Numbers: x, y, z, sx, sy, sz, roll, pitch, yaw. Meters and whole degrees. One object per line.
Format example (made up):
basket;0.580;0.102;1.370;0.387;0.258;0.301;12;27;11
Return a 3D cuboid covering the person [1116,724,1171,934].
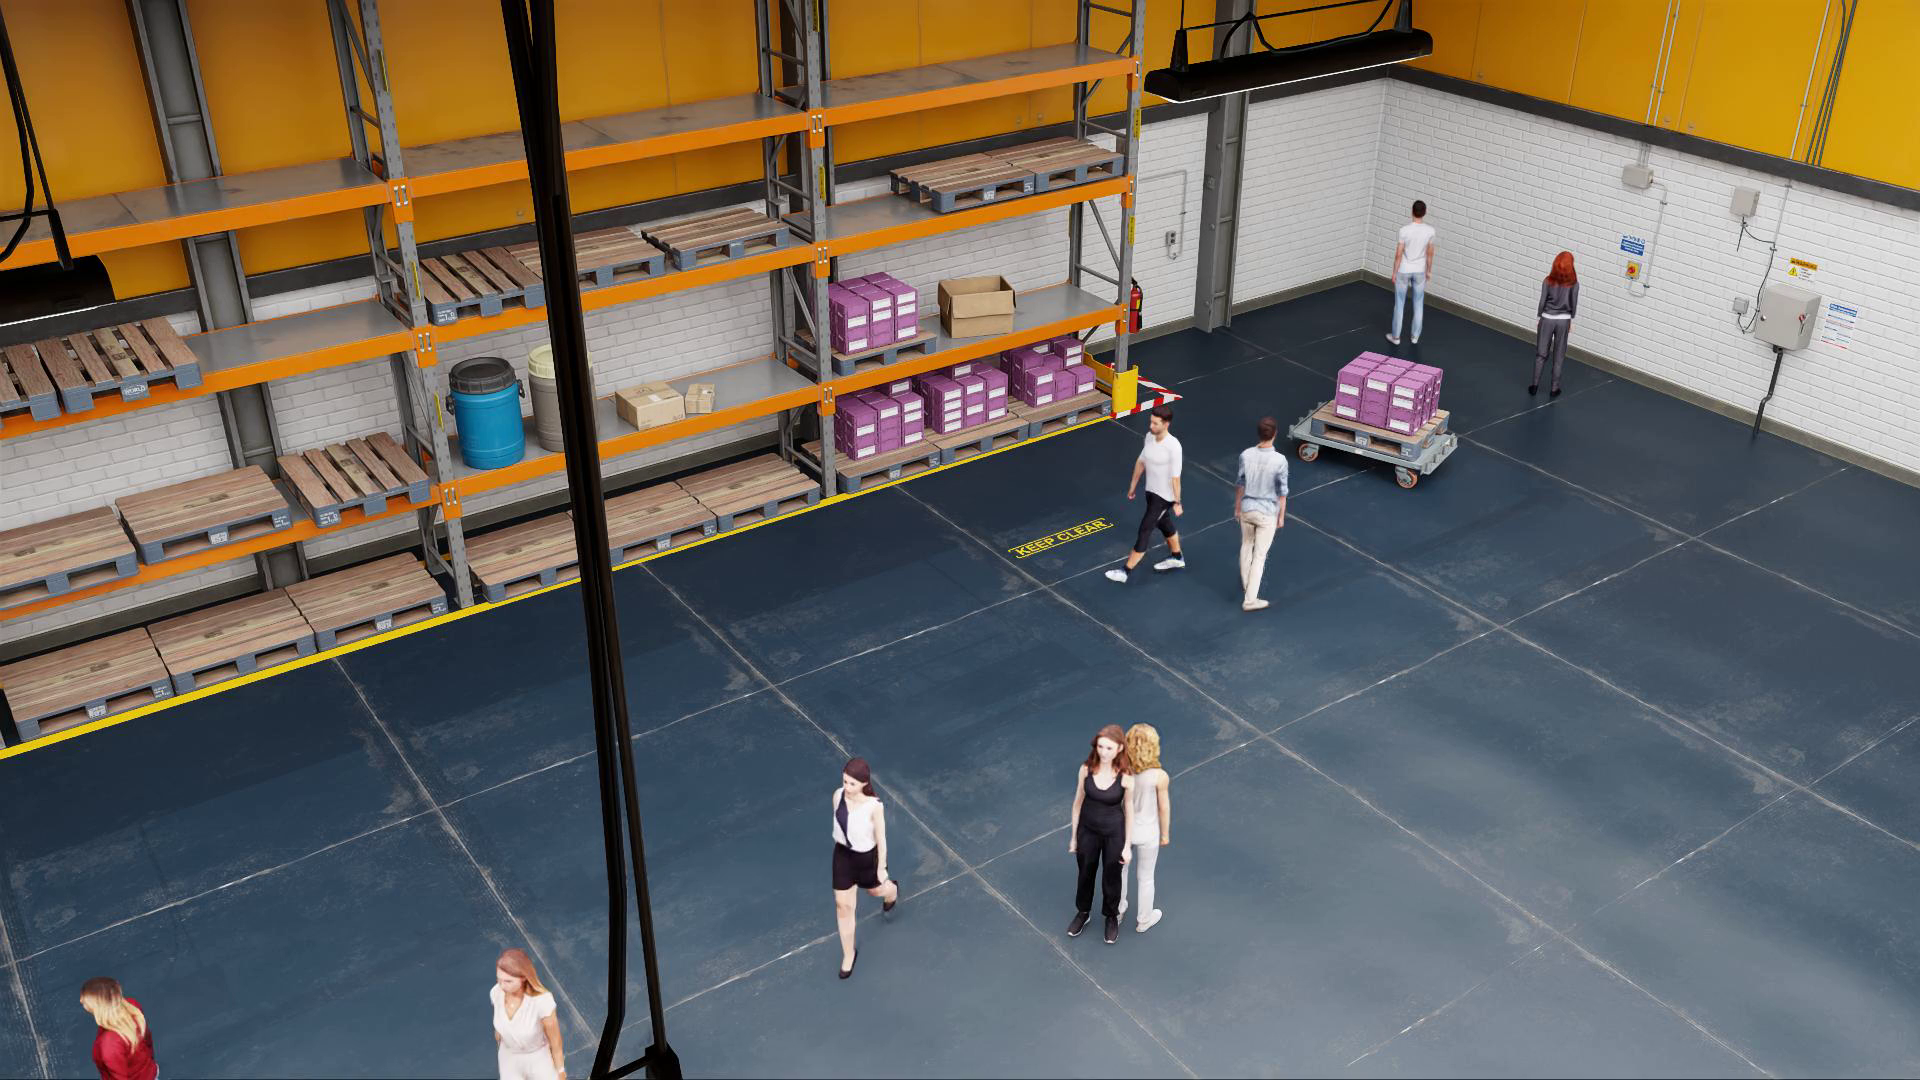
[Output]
person;1.218;1.978;11.485;0.682;1.670;0.688;14;32;24

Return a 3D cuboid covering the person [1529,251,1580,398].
person;7.035;-2.553;19.674;0.654;1.782;0.672;11;30;19

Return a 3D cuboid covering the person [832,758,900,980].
person;-0.633;2.134;11.252;0.926;1.620;1.123;11;31;20

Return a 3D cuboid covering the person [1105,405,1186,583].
person;1.970;-0.448;15.792;1.233;1.805;0.845;-12;31;-22

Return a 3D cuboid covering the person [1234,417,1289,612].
person;2.744;-0.224;15.358;0.813;1.828;0.939;23;36;35

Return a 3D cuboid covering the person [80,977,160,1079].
person;-4.636;3.106;9.469;0.968;1.621;0.834;-4;29;-7

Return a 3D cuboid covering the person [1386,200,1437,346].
person;5.741;-3.401;21.159;0.667;1.850;0.794;-2;29;-4

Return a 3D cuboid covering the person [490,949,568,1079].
person;-2.440;2.987;9.627;0.877;1.678;1.002;10;30;18

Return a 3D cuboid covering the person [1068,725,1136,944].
person;0.985;1.989;11.385;0.666;1.747;0.697;10;30;17
